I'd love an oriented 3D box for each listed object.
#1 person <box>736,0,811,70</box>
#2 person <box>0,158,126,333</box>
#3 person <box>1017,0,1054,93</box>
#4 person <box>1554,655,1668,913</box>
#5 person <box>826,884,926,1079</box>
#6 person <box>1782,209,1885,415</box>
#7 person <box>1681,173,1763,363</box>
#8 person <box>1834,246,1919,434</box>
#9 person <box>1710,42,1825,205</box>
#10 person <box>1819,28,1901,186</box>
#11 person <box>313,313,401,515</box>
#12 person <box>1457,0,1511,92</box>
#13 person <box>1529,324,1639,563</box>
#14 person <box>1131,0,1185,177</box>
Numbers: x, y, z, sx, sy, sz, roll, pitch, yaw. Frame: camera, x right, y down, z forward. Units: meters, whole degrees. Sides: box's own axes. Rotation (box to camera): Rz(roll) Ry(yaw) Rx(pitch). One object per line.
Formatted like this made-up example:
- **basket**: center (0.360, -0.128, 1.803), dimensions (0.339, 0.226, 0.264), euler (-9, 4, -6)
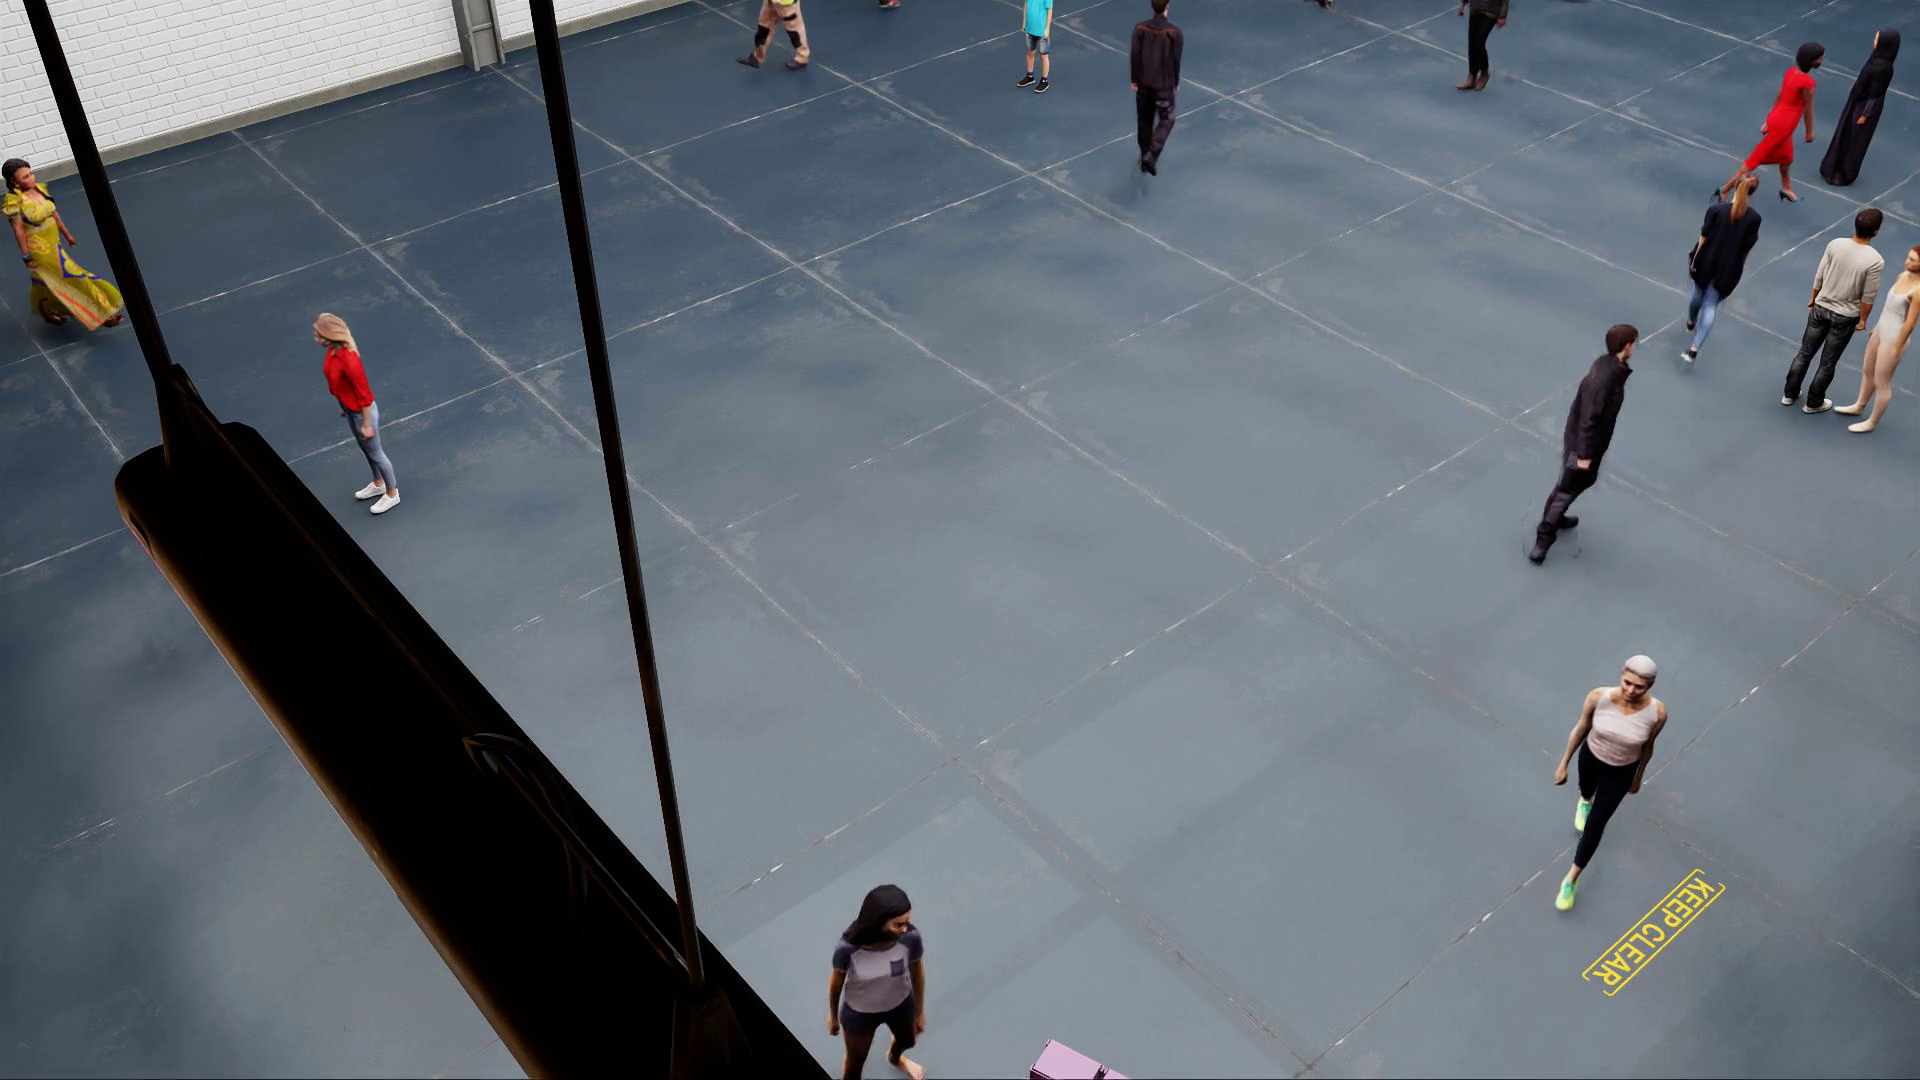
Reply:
- **person**: center (-1.974, -6.247, 18.973), dimensions (1.104, 1.806, 0.794), euler (-22, 44, -25)
- **person**: center (-8.054, -2.543, 14.486), dimensions (1.325, 1.616, 1.250), euler (2, 39, 3)
- **person**: center (0.877, -5.791, 18.687), dimensions (0.551, 1.449, 0.531), euler (27, 46, 30)
- **person**: center (3.772, 1.260, 9.691), dimensions (0.912, 1.658, 1.259), euler (19, 42, 23)
- **person**: center (-0.390, 2.307, 8.334), dimensions (0.743, 1.716, 0.844), euler (-1, 39, -1)
- **person**: center (7.090, -1.853, 13.465), dimensions (0.531, 1.812, 0.639), euler (-27, 46, -29)
- **person**: center (6.434, -2.272, 14.127), dimensions (0.954, 1.641, 1.226), euler (15, 41, 18)
- **person**: center (7.463, -1.624, 13.314), dimensions (0.648, 1.643, 0.598), euler (1, 39, 2)
- **person**: center (7.903, -3.975, 16.224), dimensions (1.201, 1.685, 1.064), euler (-2, 39, -2)
- **person**: center (9.151, -4.391, 16.802), dimensions (0.776, 1.614, 0.689), euler (11, 40, 14)
- **person**: center (-4.494, -0.966, 12.441), dimensions (0.510, 1.704, 0.612), euler (-27, 46, -30)
- **person**: center (5.909, -5.904, 18.524), dimensions (0.688, 1.828, 0.752), euler (-22, 44, -25)
- **person**: center (4.481, -0.707, 12.030), dimensions (0.619, 1.813, 1.012), euler (-29, 47, -31)
- **person**: center (1.967, -4.575, 16.802), dimensions (0.921, 1.902, 1.077), euler (17, 42, 20)
